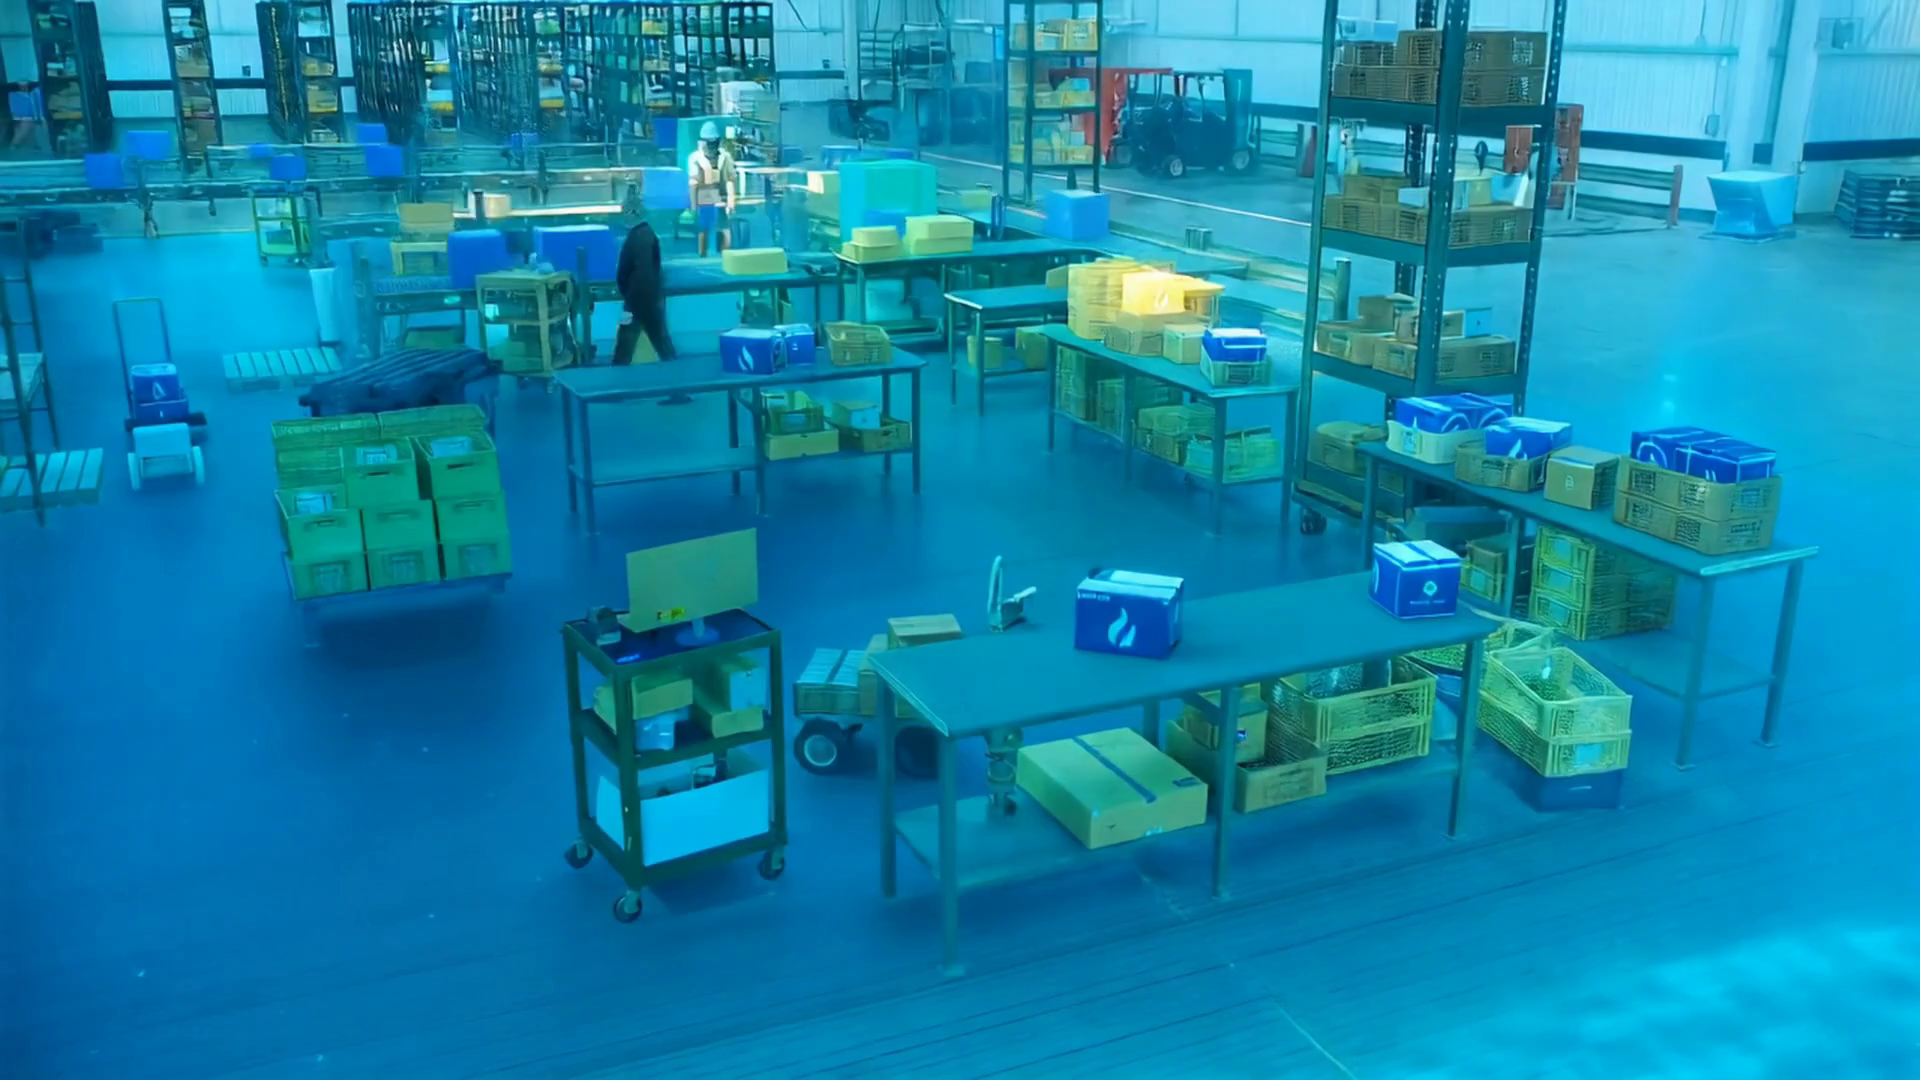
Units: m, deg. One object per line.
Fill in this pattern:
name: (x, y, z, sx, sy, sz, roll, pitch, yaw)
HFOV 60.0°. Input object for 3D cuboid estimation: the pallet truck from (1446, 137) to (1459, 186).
pallet truck: (9.184, -6.485, 29.328, 1.630, 1.274, 0.653, -8, 19, -23)

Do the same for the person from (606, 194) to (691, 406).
person: (-2.854, -2.066, 14.494, 0.989, 1.855, 0.646, -6, 18, -17)

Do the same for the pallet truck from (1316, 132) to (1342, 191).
pallet truck: (7.723, -7.504, 32.656, 1.601, 1.201, 0.680, -8, 19, -23)

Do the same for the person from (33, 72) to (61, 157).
person: (-21.883, -10.226, 39.983, 0.617, 1.993, 0.396, -10, 20, -29)

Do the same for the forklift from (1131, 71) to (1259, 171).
forklift: (4.998, -8.936, 35.413, 2.680, 1.987, 1.157, -9, 20, -25)

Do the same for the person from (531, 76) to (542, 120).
person: (-11.694, -12.069, 46.033, 0.390, 1.847, 0.566, -7, 19, -22)

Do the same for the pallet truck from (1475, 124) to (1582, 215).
pallet truck: (9.707, -6.455, 28.103, 1.885, 1.965, 0.823, -7, 19, -20)

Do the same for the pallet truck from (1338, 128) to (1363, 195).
pallet truck: (7.845, -7.140, 31.411, 1.522, 1.261, 0.704, -9, 20, -25)

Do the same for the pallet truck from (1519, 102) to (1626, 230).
pallet truck: (9.972, -6.037, 26.785, 1.885, 1.965, 0.823, -9, 20, -25)

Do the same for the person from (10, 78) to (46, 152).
person: (-23.161, -10.499, 41.150, 0.720, 1.813, 0.605, -9, 20, -25)

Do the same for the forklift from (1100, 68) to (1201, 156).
forklift: (4.082, -9.564, 37.410, 2.680, 1.987, 1.157, -8, 19, -23)

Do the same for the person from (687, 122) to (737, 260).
person: (-3.129, -4.257, 21.102, 0.605, 2.045, 0.377, -8, 19, -24)
